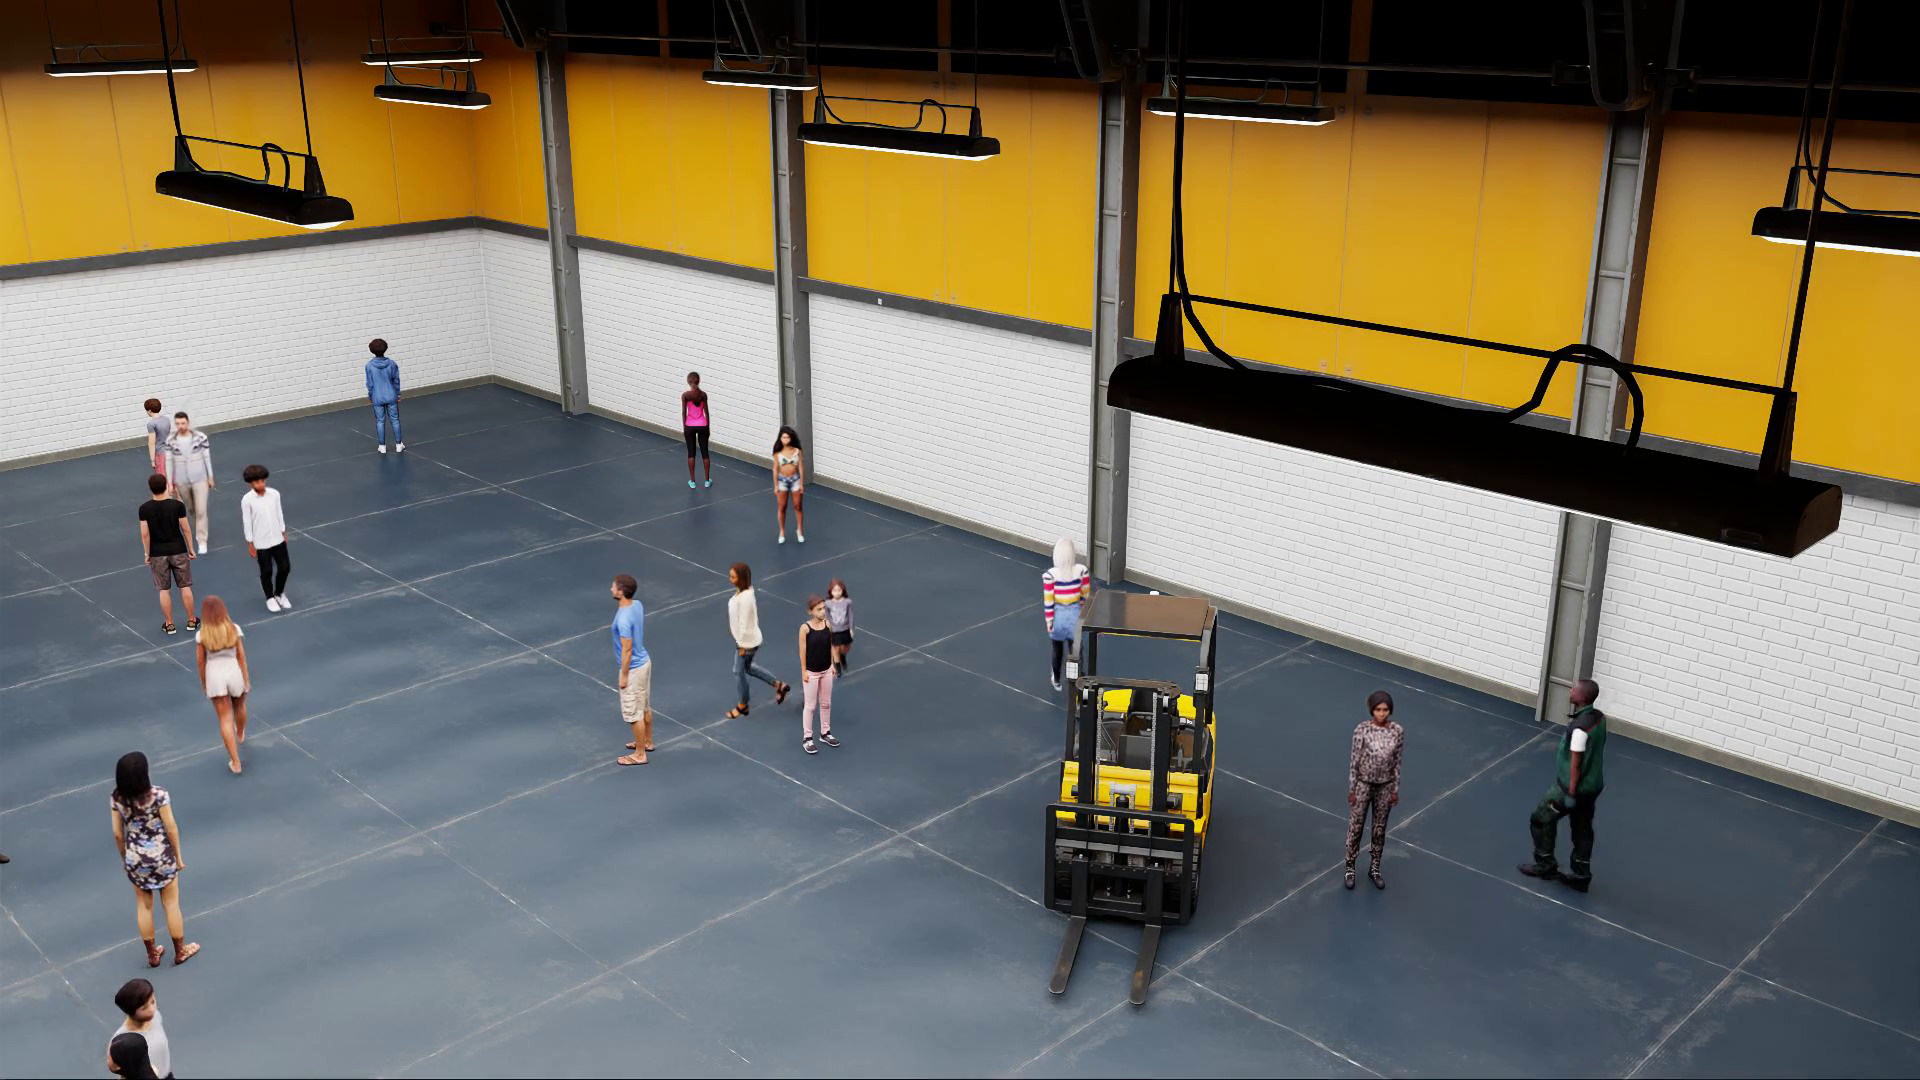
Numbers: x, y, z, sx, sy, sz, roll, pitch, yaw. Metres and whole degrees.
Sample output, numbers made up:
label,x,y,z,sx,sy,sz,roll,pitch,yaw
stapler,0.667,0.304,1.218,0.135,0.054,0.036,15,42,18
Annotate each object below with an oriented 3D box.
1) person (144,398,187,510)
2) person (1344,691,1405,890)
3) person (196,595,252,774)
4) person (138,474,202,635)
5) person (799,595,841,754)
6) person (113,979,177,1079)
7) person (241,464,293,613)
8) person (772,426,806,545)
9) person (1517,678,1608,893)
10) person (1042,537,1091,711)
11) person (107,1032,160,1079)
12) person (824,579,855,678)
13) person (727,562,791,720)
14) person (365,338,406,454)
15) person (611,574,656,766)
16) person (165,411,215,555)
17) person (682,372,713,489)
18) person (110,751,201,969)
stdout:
label,x,y,z,sx,sy,sz,roll,pitch,yaw
person,-11.045,-1.163,23.098,0.654,1.647,0.643,6,20,18
person,3.365,2.024,13.529,0.669,1.714,0.734,1,19,2
person,-6.859,1.376,15.555,0.784,1.648,1.160,-10,21,-27
person,-8.997,0.145,18.880,0.751,1.860,0.684,-9,21,-25
person,-1.373,1.264,16.022,0.556,1.564,0.542,-13,23,-34
person,-4.965,3.317,10.010,1.126,1.509,0.859,6,20,18
person,-8.168,-0.036,19.514,0.591,1.798,0.638,18,25,42
person,-2.239,-0.723,21.839,0.674,1.617,0.721,-3,19,-10
person,5.063,2.008,13.409,0.830,1.822,0.742,15,24,37
person,1.110,0.876,16.859,1.129,1.765,1.238,-2,19,-6
person,-4.459,3.470,9.140,0.863,1.775,0.790,-3,19,-8
person,-1.296,0.916,17.783,0.589,1.099,0.645,-4,19,-11
person,-2.052,1.003,16.650,0.979,1.657,0.945,-2,19,-6
person,-9.045,-2.273,26.136,0.760,1.811,0.735,-6,20,-18
person,-3.086,1.202,15.735,0.783,1.863,0.751,2,19,7
person,-10.038,-0.788,21.741,1.105,1.802,1.331,-5,19,-15
person,-3.857,-1.624,24.340,0.656,1.726,0.702,-3,19,-9
person,-6.057,2.384,12.430,0.665,1.733,0.712,-1,19,-4
